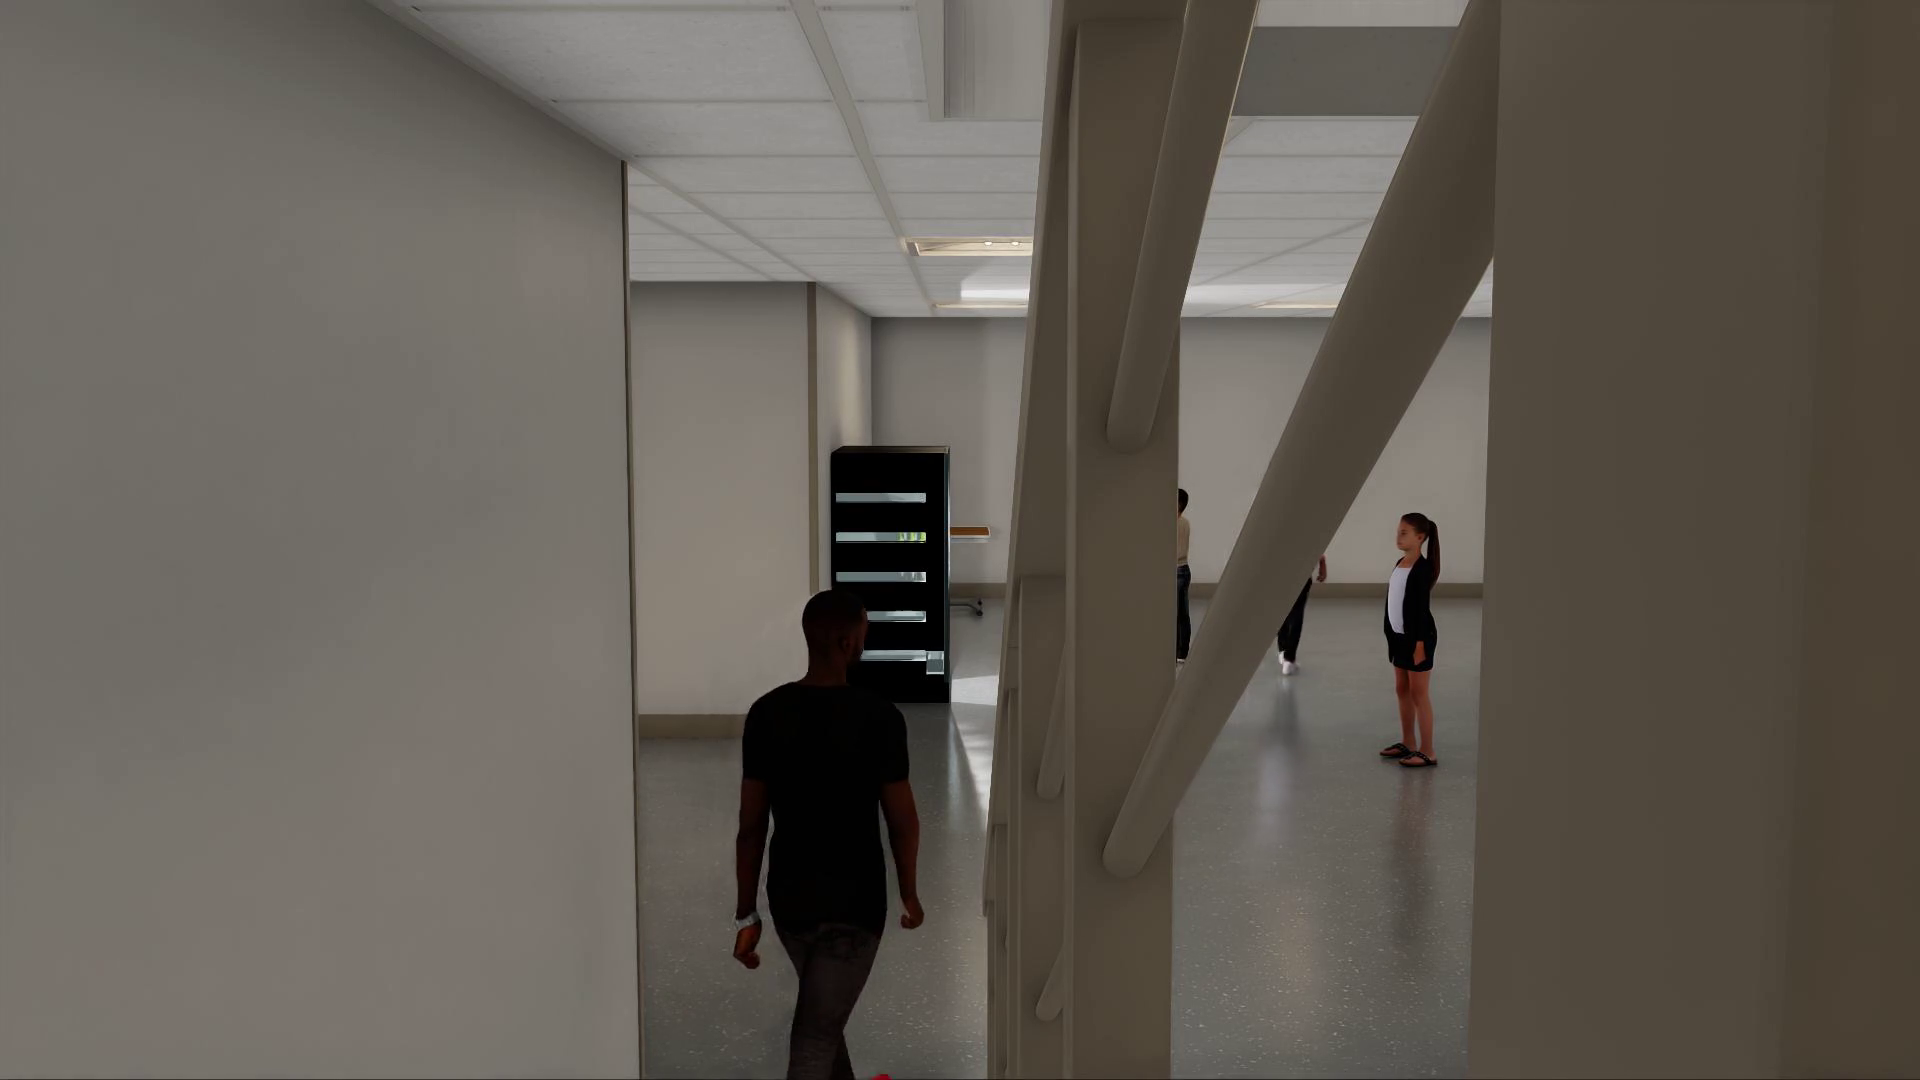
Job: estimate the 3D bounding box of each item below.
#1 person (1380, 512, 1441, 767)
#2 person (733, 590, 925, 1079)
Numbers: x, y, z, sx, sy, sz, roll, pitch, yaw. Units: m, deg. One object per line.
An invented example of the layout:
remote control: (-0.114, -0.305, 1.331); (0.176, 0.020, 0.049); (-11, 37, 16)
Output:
person: (2.807, 0.599, 10.289); (0.634, 1.554, 0.532); (-1, 6, -14)
person: (-0.406, 1.071, 4.615); (0.962, 1.751, 1.341); (2, 6, 18)
